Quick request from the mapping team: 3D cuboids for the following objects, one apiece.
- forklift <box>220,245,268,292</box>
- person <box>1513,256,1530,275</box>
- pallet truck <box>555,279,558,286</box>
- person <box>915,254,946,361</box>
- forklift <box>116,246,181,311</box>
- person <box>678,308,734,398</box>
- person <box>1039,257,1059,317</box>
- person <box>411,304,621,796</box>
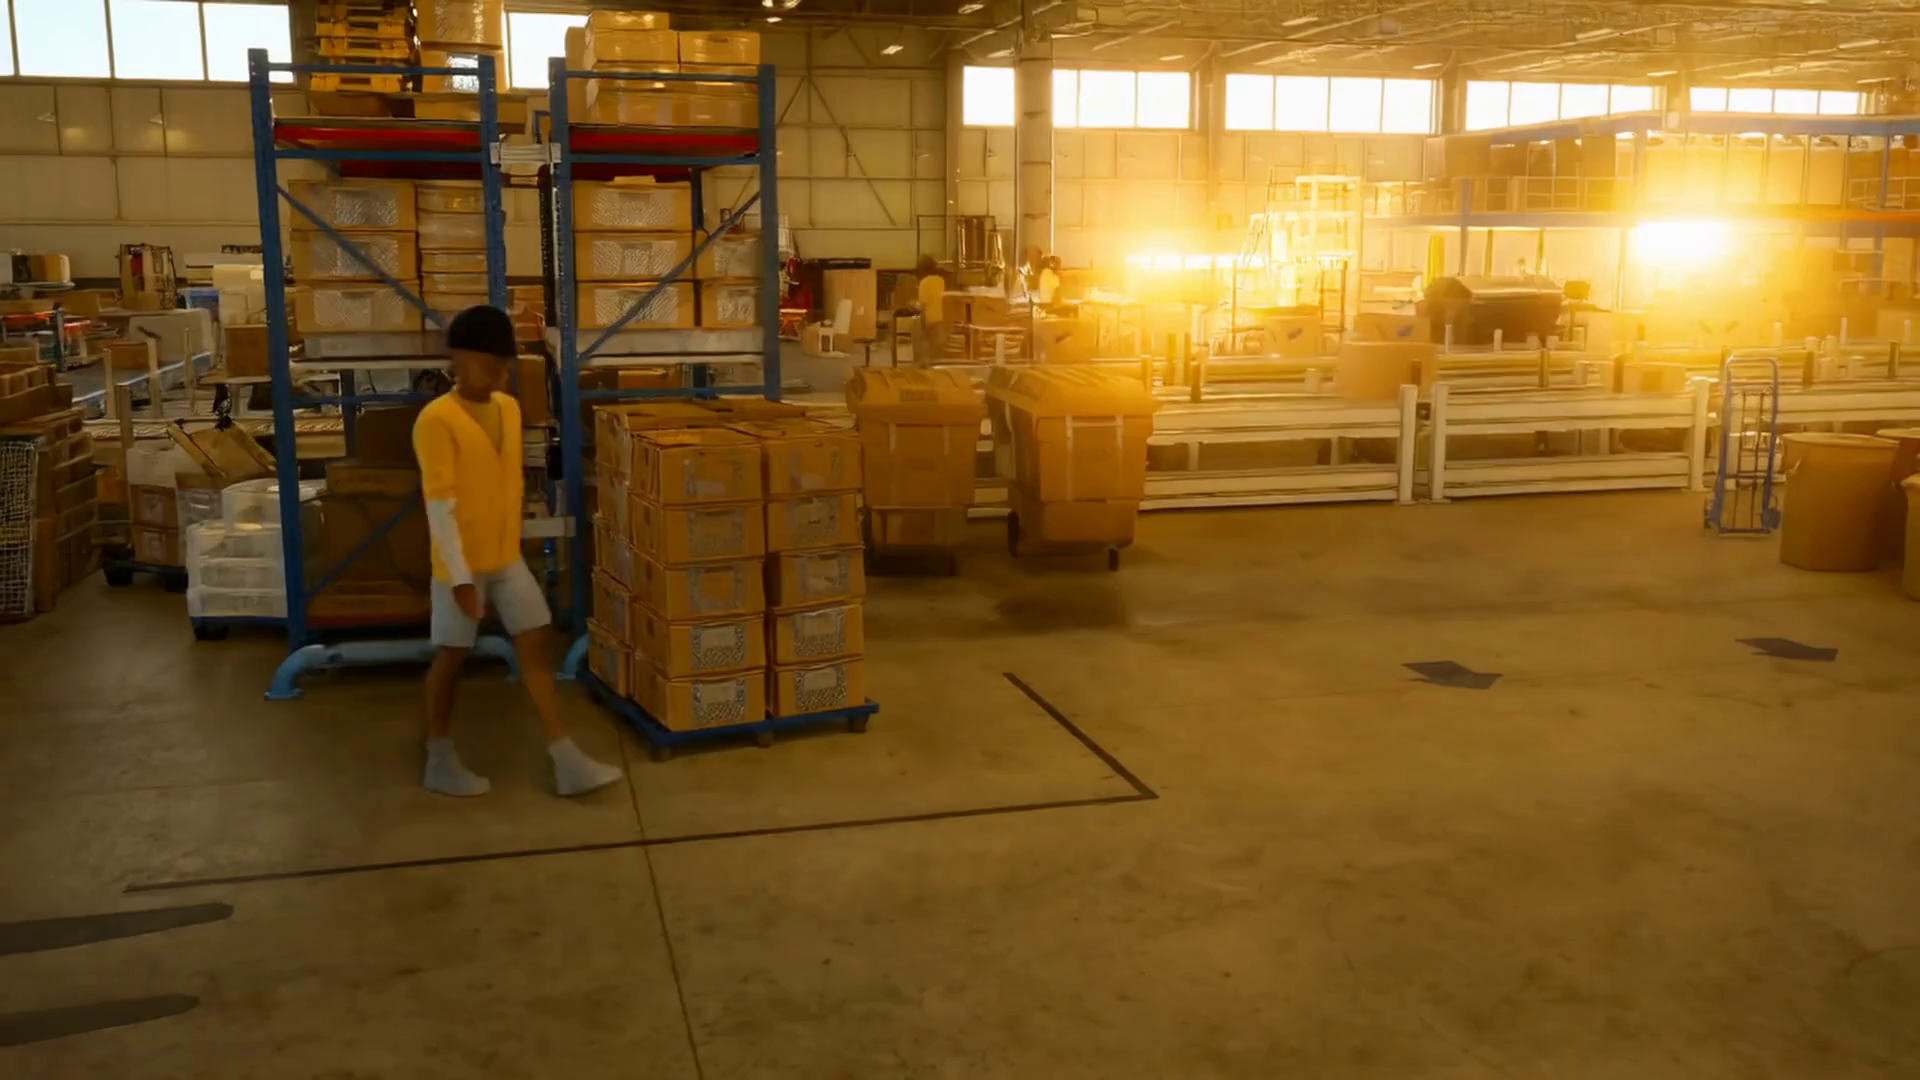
[{"bbox_3d":[-17.749,-6.334,41.440,1.157,1.987,2.680,-3,10,-17],"label":"forklift"},{"bbox_3d":[16.708,-7.537,49.586,0.517,1.836,0.341,-1,10,-5],"label":"person"},{"bbox_3d":[-10.604,-6.375,44.520,0.653,1.274,1.630,-3,10,-15],"label":"pallet truck"},{"bbox_3d":[-0.449,-3.457,25.997,0.521,2.007,0.614,8,13,38],"label":"person"},{"bbox_3d":[-19.966,-6.232,40.894,1.157,1.987,2.680,-3,10,-15],"label":"forklift"},{"bbox_3d":[-2.570,-1.747,16.813,0.589,1.833,0.404,-3,10,-15],"label":"person"},{"bbox_3d":[1.976,-5.481,37.819,0.707,1.883,0.664,6,12,32],"label":"person"},{"bbox_3d":[-1.716,0.076,6.290,0.938,1.894,0.569,5,11,28],"label":"person"}]
